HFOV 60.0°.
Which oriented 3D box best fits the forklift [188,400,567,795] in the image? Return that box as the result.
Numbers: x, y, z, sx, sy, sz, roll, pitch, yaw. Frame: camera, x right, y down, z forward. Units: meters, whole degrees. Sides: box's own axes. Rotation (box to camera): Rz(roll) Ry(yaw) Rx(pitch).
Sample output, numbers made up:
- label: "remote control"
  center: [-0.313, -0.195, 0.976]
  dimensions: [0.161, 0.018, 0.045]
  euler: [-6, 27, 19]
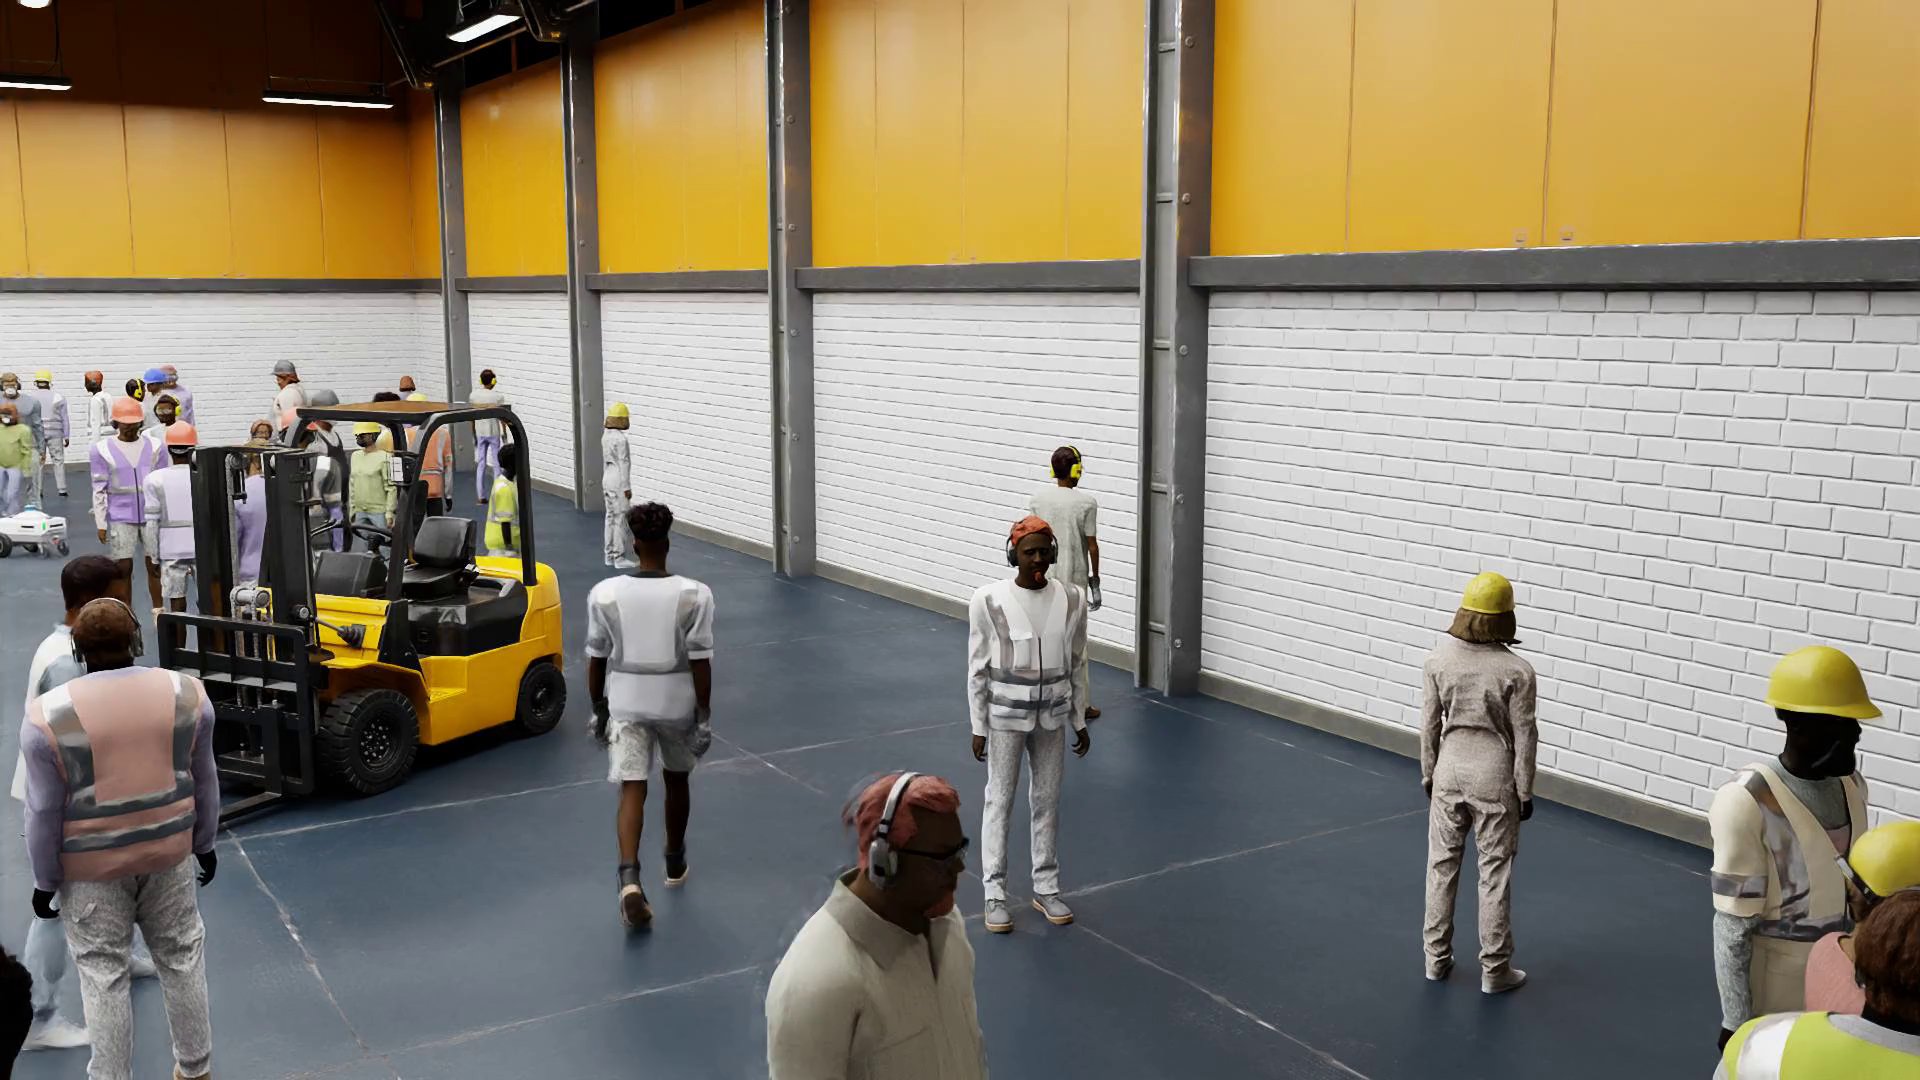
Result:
- label: "forklift"
  center: [-3.529, 0.258, 10.348]
  dimensions: [1.214, 2.155, 2.313]
  euler: [4, 9, 25]

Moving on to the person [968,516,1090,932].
- label: "person"
  center: [0.315, 0.827, 7.560]
  dimensions: [0.573, 1.883, 0.355]
  euler: [-3, 9, -18]

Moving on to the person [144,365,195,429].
- label: "person"
  center: [-10.733, -1.427, 22.673]
  dimensions: [0.409, 1.909, 0.643]
  euler: [8, 12, 43]

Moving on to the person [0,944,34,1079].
- label: "person"
  center: [-1.422, 1.538, 2.486]
  dimensions: [0.361, 1.963, 0.616]
  euler: [-5, 10, -33]

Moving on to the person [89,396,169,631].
- label: "person"
  center: [-6.910, -0.188, 13.929]
  dimensions: [0.611, 2.030, 0.410]
  euler: [-7, 11, -39]

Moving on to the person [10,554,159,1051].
- label: "person"
  center: [-3.446, 0.981, 6.553]
  dimensions: [0.476, 1.893, 0.662]
  euler: [-3, 9, -21]

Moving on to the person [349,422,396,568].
- label: "person"
  center: [-5.397, -0.257, 15.254]
  dimensions: [0.524, 1.769, 0.314]
  euler: [4, 9, 25]

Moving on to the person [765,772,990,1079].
- label: "person"
  center: [-0.078, 1.419, 3.523]
  dimensions: [0.519, 1.888, 0.666]
  euler: [4, 9, 25]

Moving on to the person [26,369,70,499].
- label: "person"
  center: [-12.799, -1.477, 23.305]
  dimensions: [0.585, 1.823, 0.404]
  euler: [-3, 9, -21]

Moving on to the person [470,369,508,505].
- label: "person"
  center: [-6.403, -1.395, 22.638]
  dimensions: [0.516, 1.860, 0.325]
  euler: [1, 8, 5]

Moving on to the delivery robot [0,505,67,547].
- label: "delivery robot"
  center: [-10.147, -0.138, 18.177]
  dimensions: [0.707, 0.478, 0.477]
  euler: [3, 10, 17]

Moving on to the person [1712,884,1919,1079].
- label: "person"
  center: [1.689, 1.520, 3.026]
  dimensions: [0.429, 1.841, 0.633]
  euler: [-7, 11, -40]

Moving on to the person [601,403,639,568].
- label: "person"
  center: [-3.588, -0.577, 17.515]
  dimensions: [0.333, 1.735, 0.490]
  euler: [-6, 10, -36]

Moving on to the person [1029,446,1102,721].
- label: "person"
  center: [0.713, 0.297, 11.199]
  dimensions: [0.517, 1.865, 0.327]
  euler: [3, 9, 21]

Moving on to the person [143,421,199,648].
- label: "person"
  center: [-5.745, 0.085, 12.373]
  dimensions: [0.547, 1.938, 0.379]
  euler: [-4, 9, -23]

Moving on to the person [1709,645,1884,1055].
- label: "person"
  center: [2.310, 1.239, 4.624]
  dimensions: [0.588, 1.930, 0.359]
  euler: [-5, 10, -32]

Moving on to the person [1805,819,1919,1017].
- label: "person"
  center: [2.000, 1.466, 3.681]
  dimensions: [0.344, 1.758, 0.532]
  euler: [2, 9, 13]

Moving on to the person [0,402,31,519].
- label: "person"
  center: [-11.255, -0.837, 19.664]
  dimensions: [0.563, 1.606, 0.348]
  euler: [-1, 8, -4]

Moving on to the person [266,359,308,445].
- label: "person"
  center: [-8.635, -1.298, 21.354]
  dimensions: [0.536, 2.000, 0.684]
  euler: [-1, 9, -7]

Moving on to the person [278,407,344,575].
- label: "person"
  center: [-4.946, 0.019, 12.523]
  dimensions: [0.604, 2.034, 0.417]
  euler: [-2, 9, -10]

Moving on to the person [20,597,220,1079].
- label: "person"
  center: [-2.910, 1.110, 5.798]
  dimensions: [0.634, 1.839, 0.429]
  euler: [-8, 12, -44]

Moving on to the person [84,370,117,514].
- label: "person"
  center: [-11.232, -1.278, 21.766]
  dimensions: [0.358, 1.880, 0.575]
  euler: [-1, 9, -10]

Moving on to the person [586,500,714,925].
- label: "person"
  center: [-1.446, 0.781, 7.755]
  dimensions: [0.605, 1.931, 0.952]
  euler: [0, 8, -2]

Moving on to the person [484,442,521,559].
- label: "person"
  center: [-3.664, 0.044, 13.517]
  dimensions: [0.387, 1.684, 0.562]
  euler: [-2, 9, -11]

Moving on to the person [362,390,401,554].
- label: "person"
  center: [-5.596, -0.463, 16.039]
  dimensions: [0.497, 1.951, 0.630]
  euler: [-8, 11, -43]

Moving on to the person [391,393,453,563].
- label: "person"
  center: [-5.192, -0.452, 16.039]
  dimensions: [0.594, 1.922, 0.384]
  euler: [-6, 11, -37]

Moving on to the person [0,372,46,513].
- label: "person"
  center: [-11.512, -1.081, 20.289]
  dimensions: [0.636, 1.928, 0.386]
  euler: [-6, 11, -37]

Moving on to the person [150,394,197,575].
- label: "person"
  center: [-8.022, -0.562, 17.013]
  dimensions: [0.516, 1.861, 0.321]
  euler: [1, 8, 7]

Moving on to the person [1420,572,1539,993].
- label: "person"
  center: [2.151, 0.995, 6.896]
  dimensions: [0.491, 1.744, 0.295]
  euler: [7, 11, 38]
